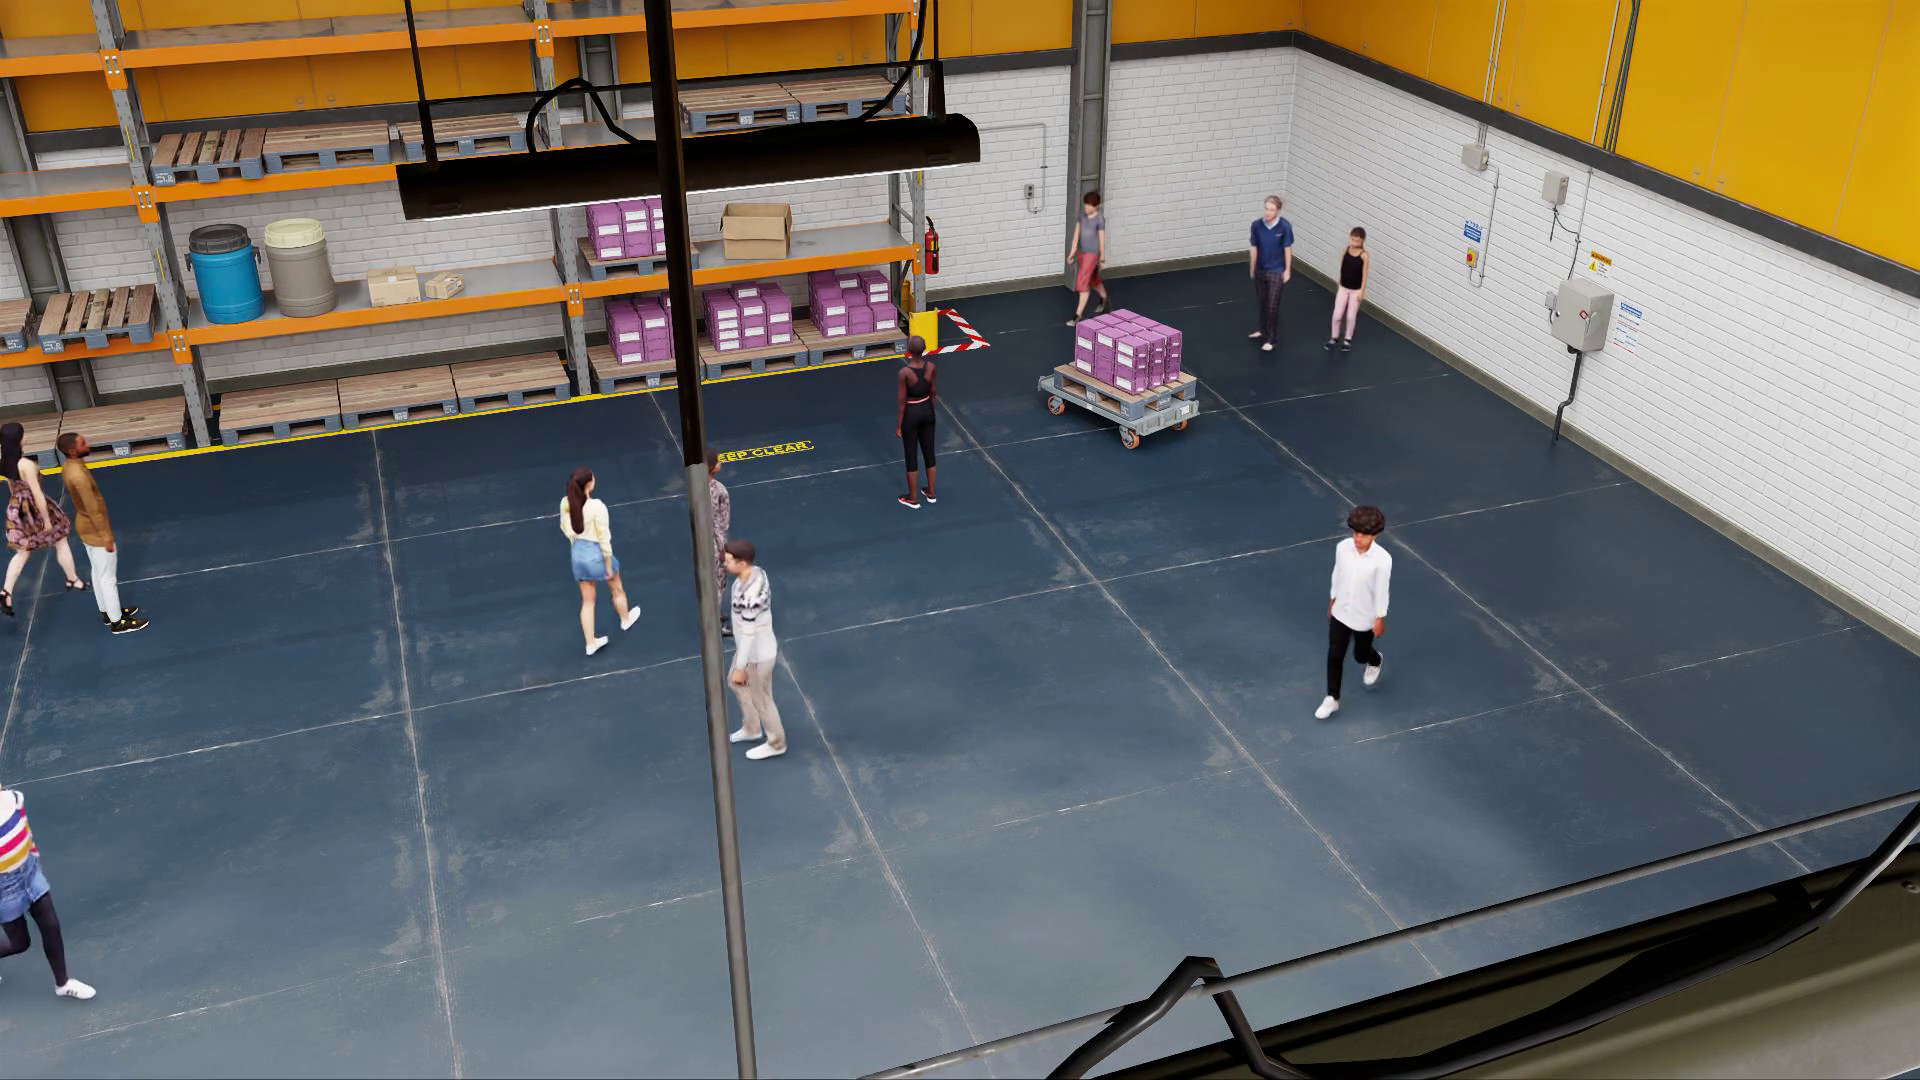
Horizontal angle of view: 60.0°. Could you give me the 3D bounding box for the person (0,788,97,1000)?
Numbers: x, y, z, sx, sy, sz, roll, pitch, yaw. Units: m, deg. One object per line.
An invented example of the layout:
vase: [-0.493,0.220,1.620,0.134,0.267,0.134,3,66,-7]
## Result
person: [-5.816,2.074,10.087,1.130,1.789,0.994,7,29,12]

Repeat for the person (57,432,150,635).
person: [-7.288,-0.073,13.995,0.661,1.816,0.701,-21,35,-34]

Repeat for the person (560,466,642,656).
person: [-3.094,0.209,13.705,0.992,1.598,1.032,11,31,20]

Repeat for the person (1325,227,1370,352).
person: [4.593,-2.966,19.591,0.681,1.537,0.733,21,35,33]

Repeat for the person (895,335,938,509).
person: [-0.403,-1.154,16.038,0.531,1.757,0.682,-16,33,-27]

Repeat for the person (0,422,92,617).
person: [-7.979,-0.144,14.197,1.117,1.749,1.162,11,31,20]

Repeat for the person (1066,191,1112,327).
person: [1.644,-3.500,20.482,1.213,1.621,0.868,-23,36,-35]

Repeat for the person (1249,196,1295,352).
person: [3.682,-3.199,19.699,0.942,1.842,1.013,17,33,29]

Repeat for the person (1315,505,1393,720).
person: [3.126,0.520,12.941,0.974,1.784,1.159,22,35,34]

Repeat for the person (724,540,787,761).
person: [-1.428,0.806,12.352,0.812,1.846,0.797,-2,29,-4]
